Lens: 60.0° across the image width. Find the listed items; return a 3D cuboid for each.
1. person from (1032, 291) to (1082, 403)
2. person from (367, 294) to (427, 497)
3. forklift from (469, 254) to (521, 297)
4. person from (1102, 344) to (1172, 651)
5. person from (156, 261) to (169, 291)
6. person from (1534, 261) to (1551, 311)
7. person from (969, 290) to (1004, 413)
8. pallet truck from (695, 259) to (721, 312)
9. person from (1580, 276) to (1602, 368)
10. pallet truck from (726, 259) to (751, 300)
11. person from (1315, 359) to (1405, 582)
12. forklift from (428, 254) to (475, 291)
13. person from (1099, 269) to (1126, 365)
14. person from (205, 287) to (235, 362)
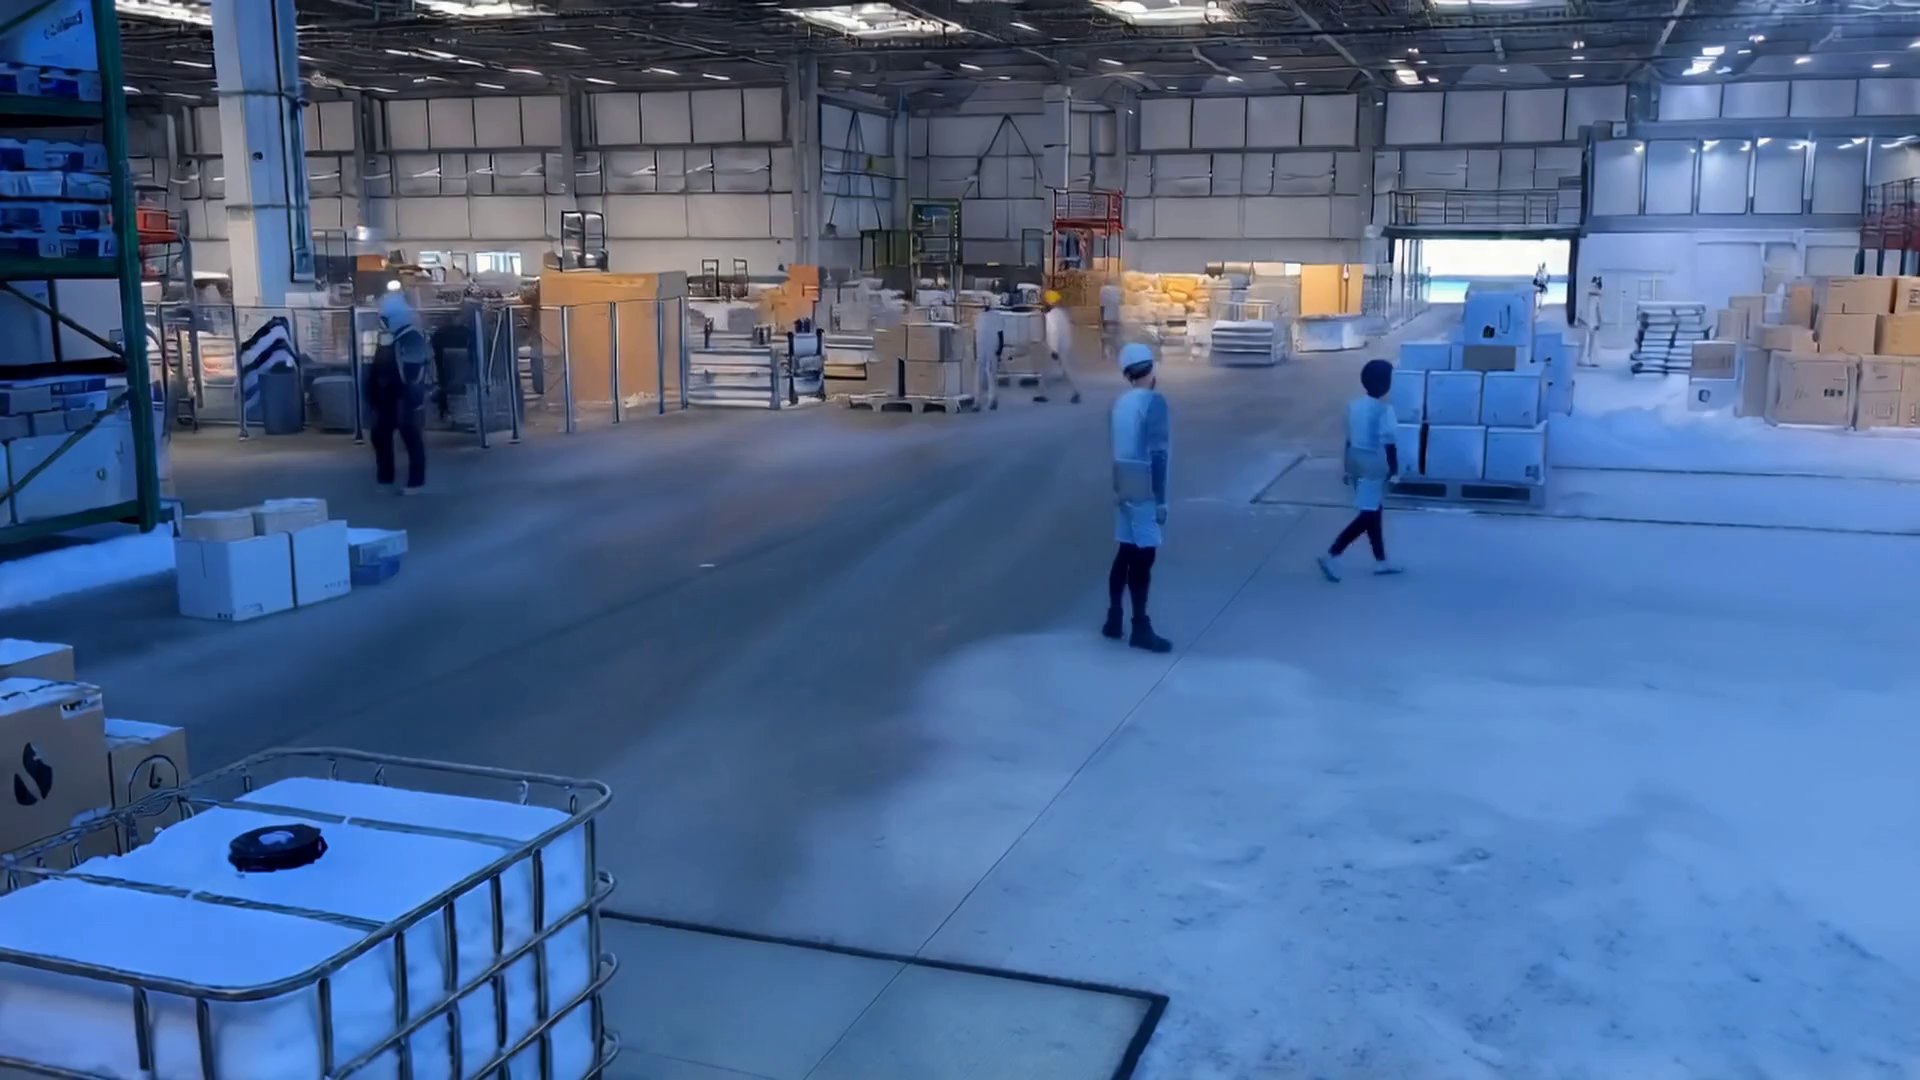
[{"bbox_3d":[1.568,-3.052,26.349,0.795,1.797,0.613,5,11,25],"label":"person"},{"bbox_3d":[-5.632,-1.427,16.473,0.698,2.000,0.663,10,14,43],"label":"person"},{"bbox_3d":[-17.990,-10.121,64.684,1.157,1.987,2.680,3,11,17],"label":"forklift"},{"bbox_3d":[1.160,-0.266,10.405,0.379,1.886,0.693,-5,11,-25],"label":"person"},{"bbox_3d":[-33.760,-10.904,70.439,0.451,1.828,0.659,5,11,27],"label":"person"},{"bbox_3d":[22.067,-9.615,63.033,0.575,1.883,0.355,3,11,18],"label":"person"},{"bbox_3d":[0.399,-2.809,24.881,0.544,1.817,0.974,3,11,18],"label":"person"},{"bbox_3d":[-9.165,-9.627,62.776,0.823,1.965,1.885,4,11,23],"label":"pallet truck"},{"bbox_3d":[12.872,-4.427,33.871,0.332,1.865,0.520,-2,10,-10],"label":"person"},{"bbox_3d":[-7.986,-9.493,62.019,0.823,1.965,1.885,3,11,17],"label":"pallet truck"},{"bbox_3d":[3.007,-0.518,12.395,0.800,1.663,0.535,-4,11,-20],"label":"person"},{"bbox_3d":[-20.133,-10.254,65.465,1.157,1.987,2.680,3,11,19],"label":"forklift"},{"bbox_3d":[3.220,-4.612,34.532,0.617,2.009,0.753,-7,12,-35],"label":"person"},{"bbox_3d":[-14.711,-4.189,33.025,0.665,1.678,0.535,4,11,20],"label":"person"}]
